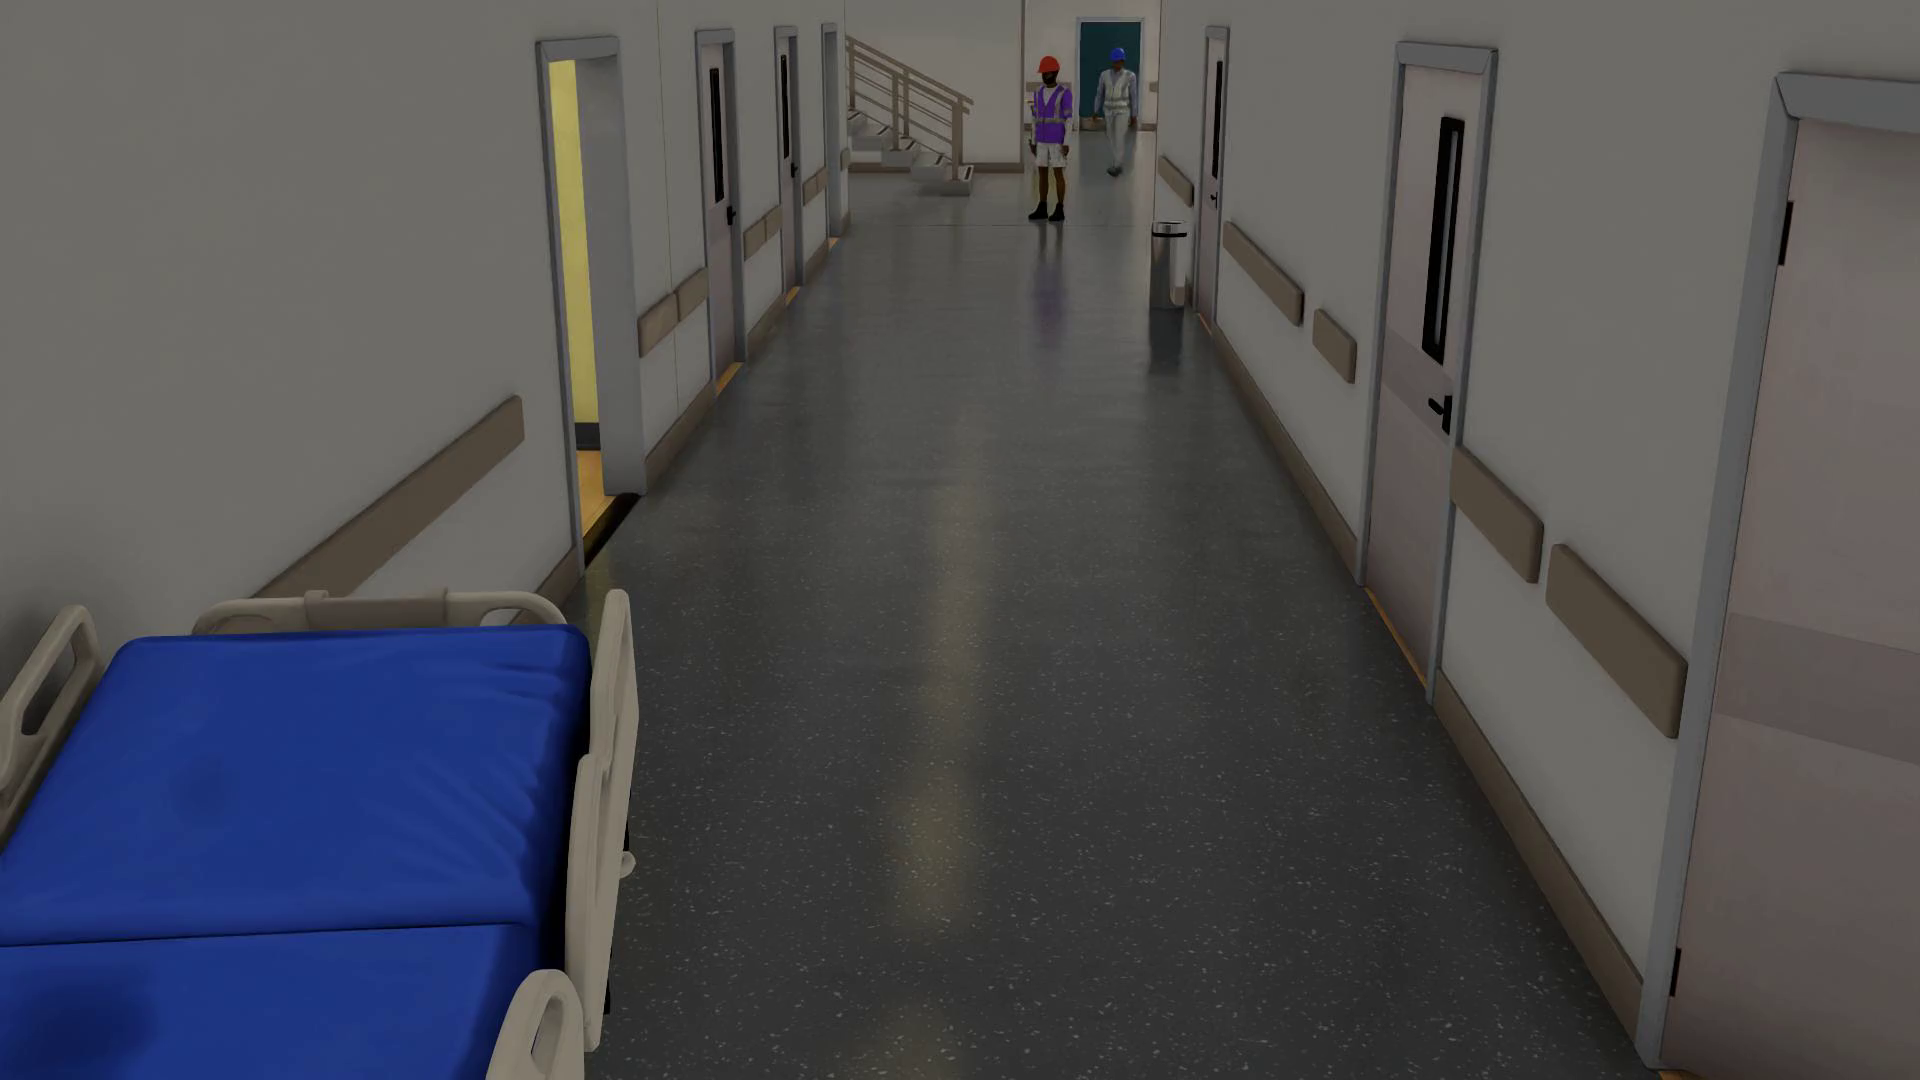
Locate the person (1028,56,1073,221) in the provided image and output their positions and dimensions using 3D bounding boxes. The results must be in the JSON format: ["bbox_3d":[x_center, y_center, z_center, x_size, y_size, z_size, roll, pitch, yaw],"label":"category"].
[{"bbox_3d":[1.075,-4.817,20.001,0.551,1.934,0.373,13,22,36],"label":"person"}]

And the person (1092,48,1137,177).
[{"bbox_3d":[2.336,-6.511,25.386,0.634,1.901,0.963,10,20,29],"label":"person"}]
